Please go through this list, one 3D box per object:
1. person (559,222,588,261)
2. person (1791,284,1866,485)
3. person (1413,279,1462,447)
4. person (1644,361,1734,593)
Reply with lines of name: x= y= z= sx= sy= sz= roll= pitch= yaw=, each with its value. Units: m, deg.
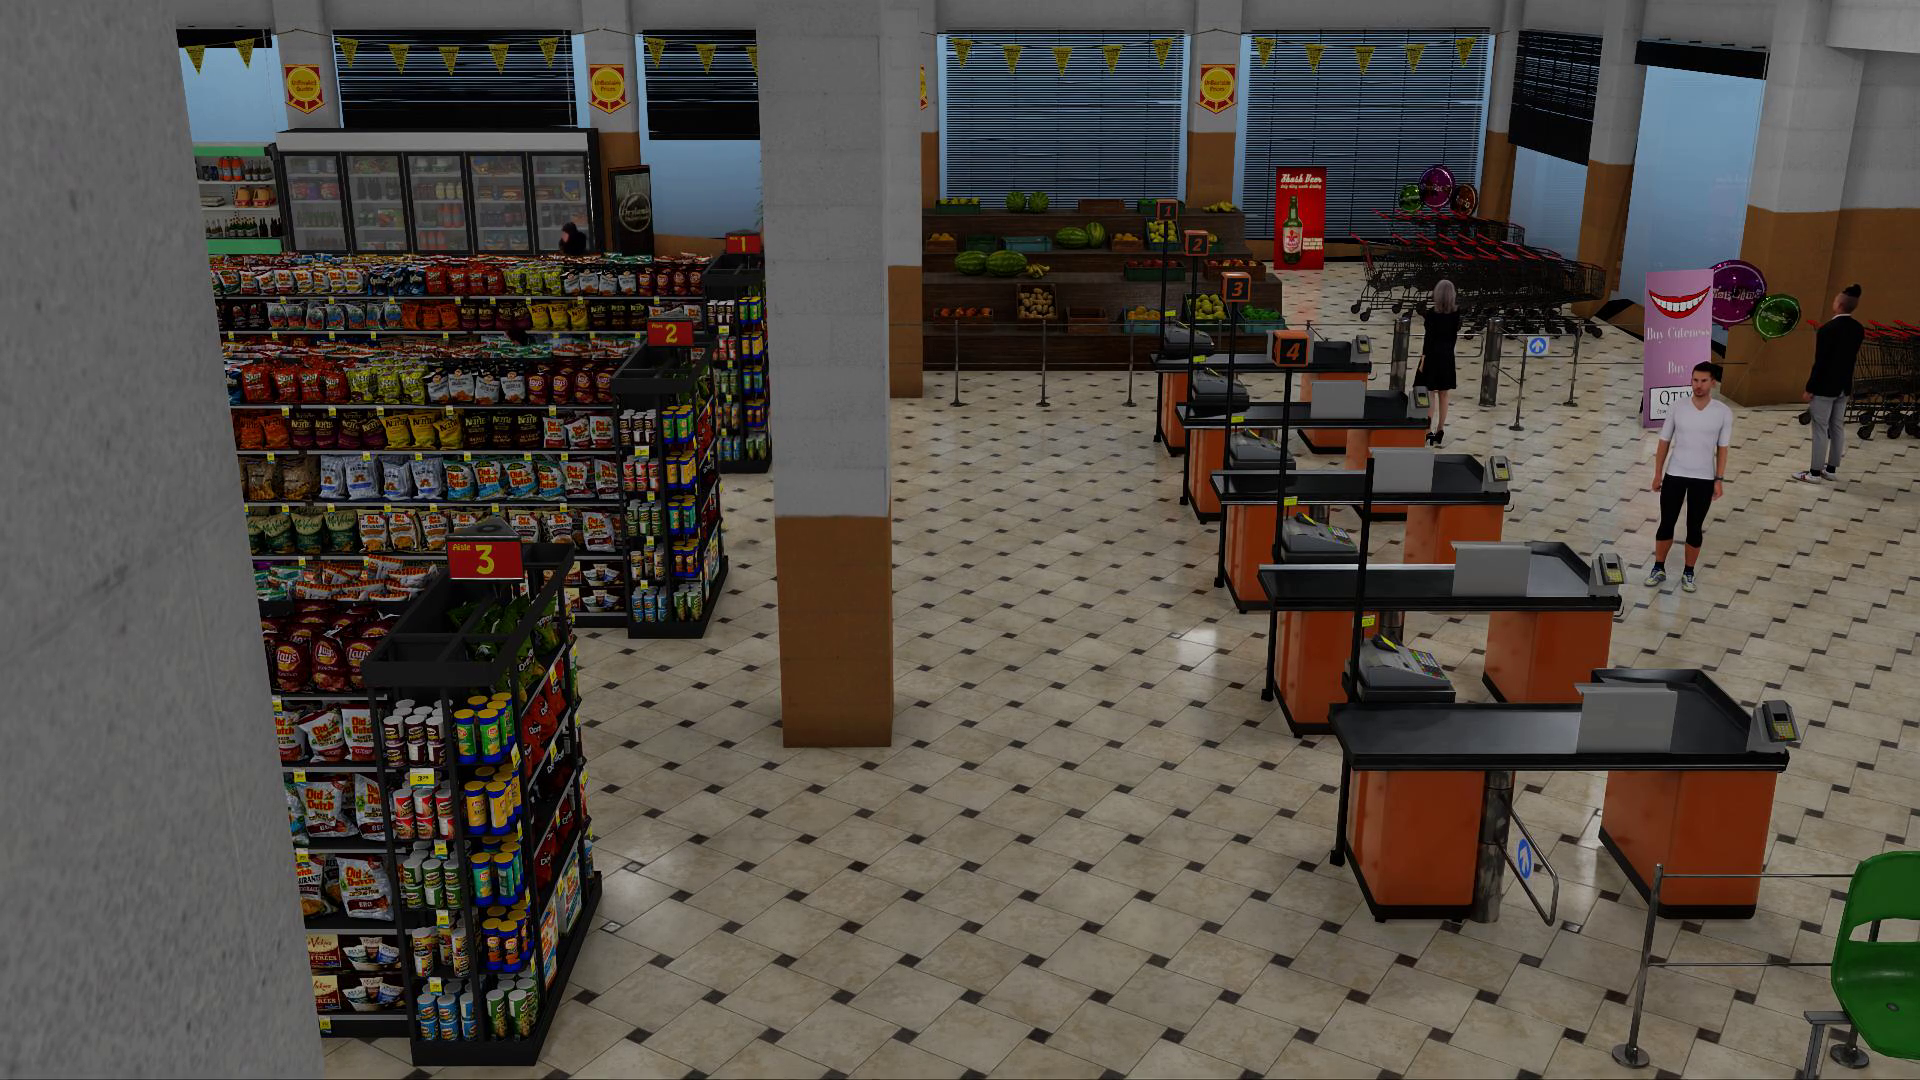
person: x=-5.006 y=-3.383 z=22.114 sx=1.188 sy=1.638 sz=1.068 roll=-14 pitch=23 yaw=-36
person: x=8.449 y=-1.516 z=16.093 sx=0.687 sy=1.948 sz=0.847 roll=-8 pitch=20 yaw=-21
person: x=5.012 y=-1.867 z=17.448 sx=0.626 sy=1.747 sz=0.739 roll=-8 pitch=20 yaw=-22
person: x=5.831 y=-0.518 z=13.285 sx=0.668 sy=1.851 sz=0.816 roll=9 pitch=21 yaw=26
